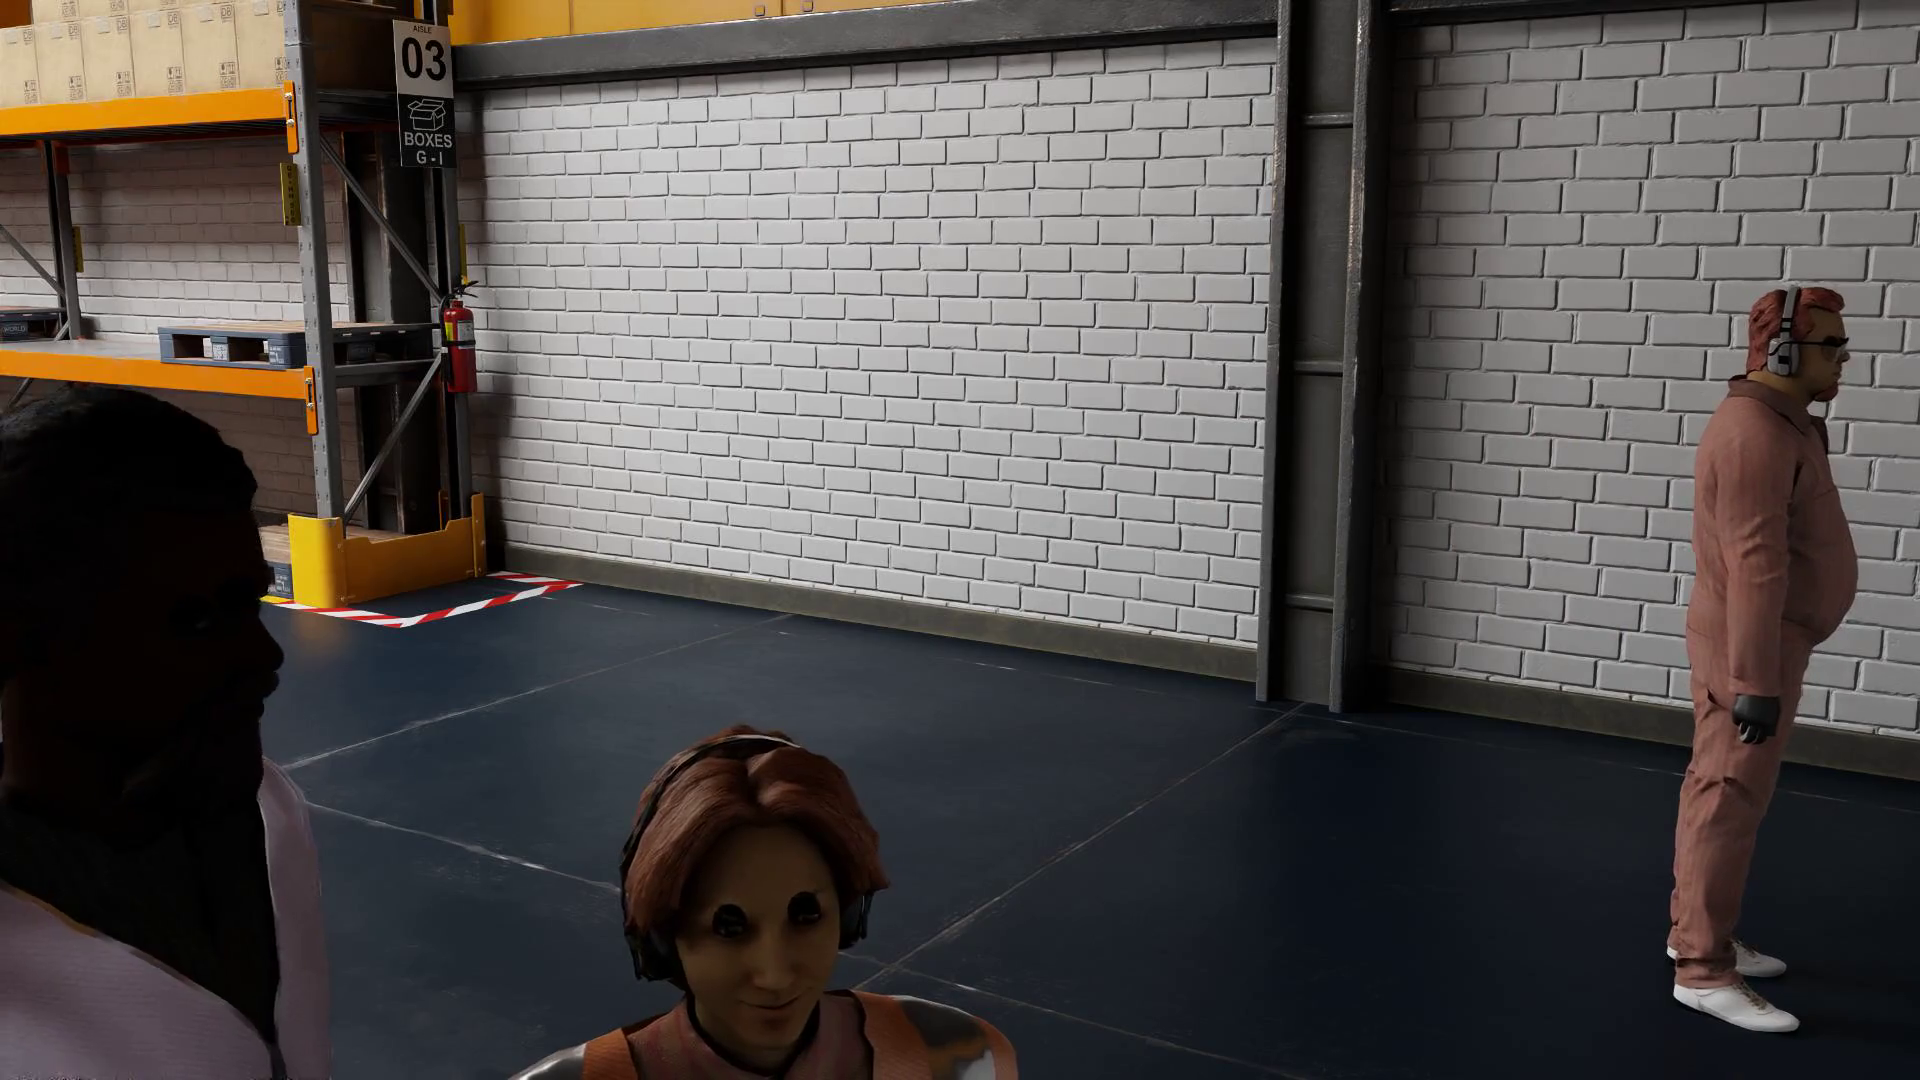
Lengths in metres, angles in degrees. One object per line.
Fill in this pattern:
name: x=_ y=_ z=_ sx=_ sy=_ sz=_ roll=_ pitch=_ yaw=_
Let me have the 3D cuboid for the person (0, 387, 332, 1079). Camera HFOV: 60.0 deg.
person: x=-0.657 y=0.832 z=1.360 sx=0.402 sy=1.916 sz=0.615 roll=0 pitch=10 yaw=0

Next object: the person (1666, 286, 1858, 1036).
person: x=2.102 y=0.299 z=4.349 sx=0.400 sy=1.907 sz=0.645 roll=5 pitch=11 yaw=24

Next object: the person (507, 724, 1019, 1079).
person: x=-0.173 y=0.957 z=1.441 sx=0.514 sy=1.641 sz=0.307 roll=-5 pitch=11 yaw=-25
